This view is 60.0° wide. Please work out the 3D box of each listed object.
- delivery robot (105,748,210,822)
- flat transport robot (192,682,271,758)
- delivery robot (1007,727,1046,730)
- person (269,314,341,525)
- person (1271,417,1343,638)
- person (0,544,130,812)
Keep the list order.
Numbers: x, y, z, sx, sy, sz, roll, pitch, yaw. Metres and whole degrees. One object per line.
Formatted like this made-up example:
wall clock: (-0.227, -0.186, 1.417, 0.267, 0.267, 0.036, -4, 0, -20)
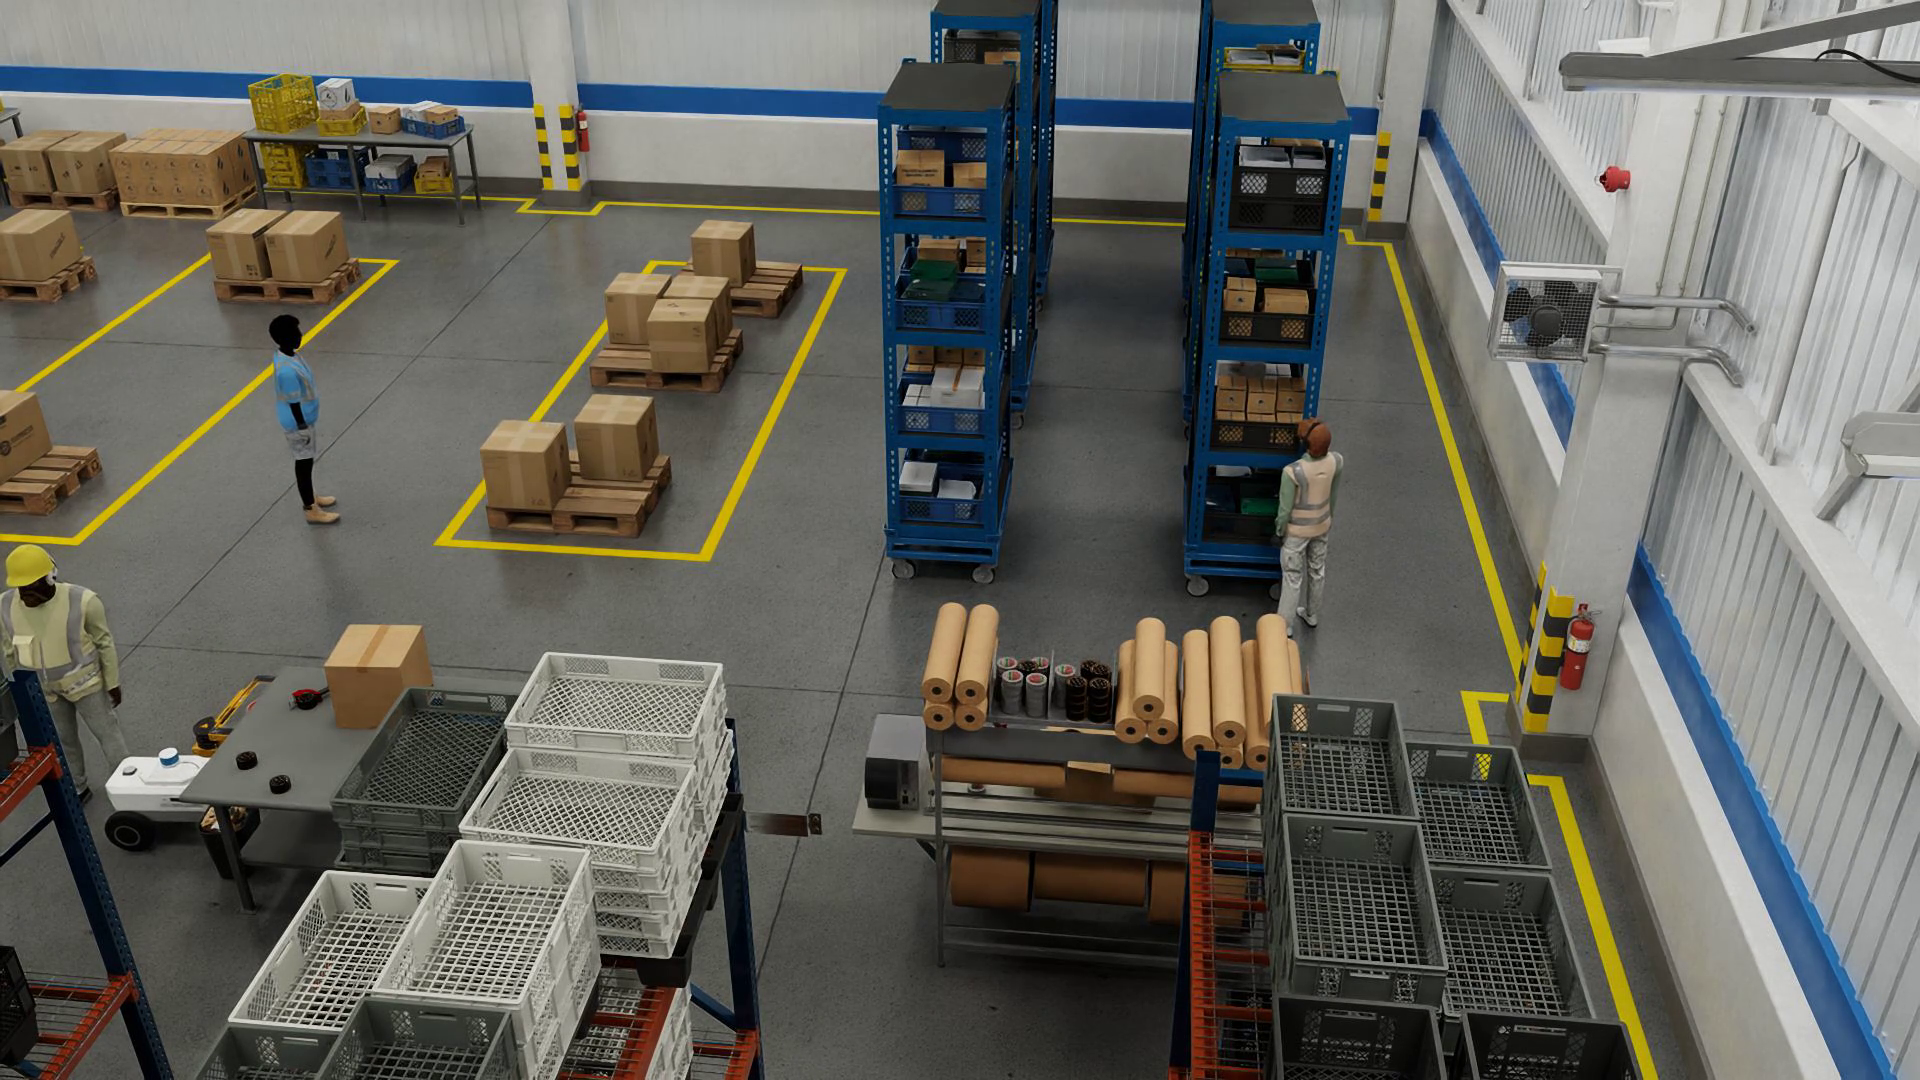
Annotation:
delivery robot: (-4.605, 1.446, 9.793, 0.707, 0.478, 0.477, 0, 30, 1)
flat transport robot: (-4.089, 1.163, 10.648, 1.431, 0.197, 0.652, 3, 30, 6)
delivery robot: (0.239, 1.333, 9.980, 0.707, 0.478, 0.477, -6, 30, -11)
person: (-5.096, -0.942, 12.852, 0.320, 1.698, 0.537, -11, 32, -18)
person: (2.367, -0.084, 11.442, 0.520, 1.639, 0.318, -17, 34, -27)
person: (-5.206, 0.826, 9.684, 0.586, 1.835, 0.403, -4, 30, -6)
